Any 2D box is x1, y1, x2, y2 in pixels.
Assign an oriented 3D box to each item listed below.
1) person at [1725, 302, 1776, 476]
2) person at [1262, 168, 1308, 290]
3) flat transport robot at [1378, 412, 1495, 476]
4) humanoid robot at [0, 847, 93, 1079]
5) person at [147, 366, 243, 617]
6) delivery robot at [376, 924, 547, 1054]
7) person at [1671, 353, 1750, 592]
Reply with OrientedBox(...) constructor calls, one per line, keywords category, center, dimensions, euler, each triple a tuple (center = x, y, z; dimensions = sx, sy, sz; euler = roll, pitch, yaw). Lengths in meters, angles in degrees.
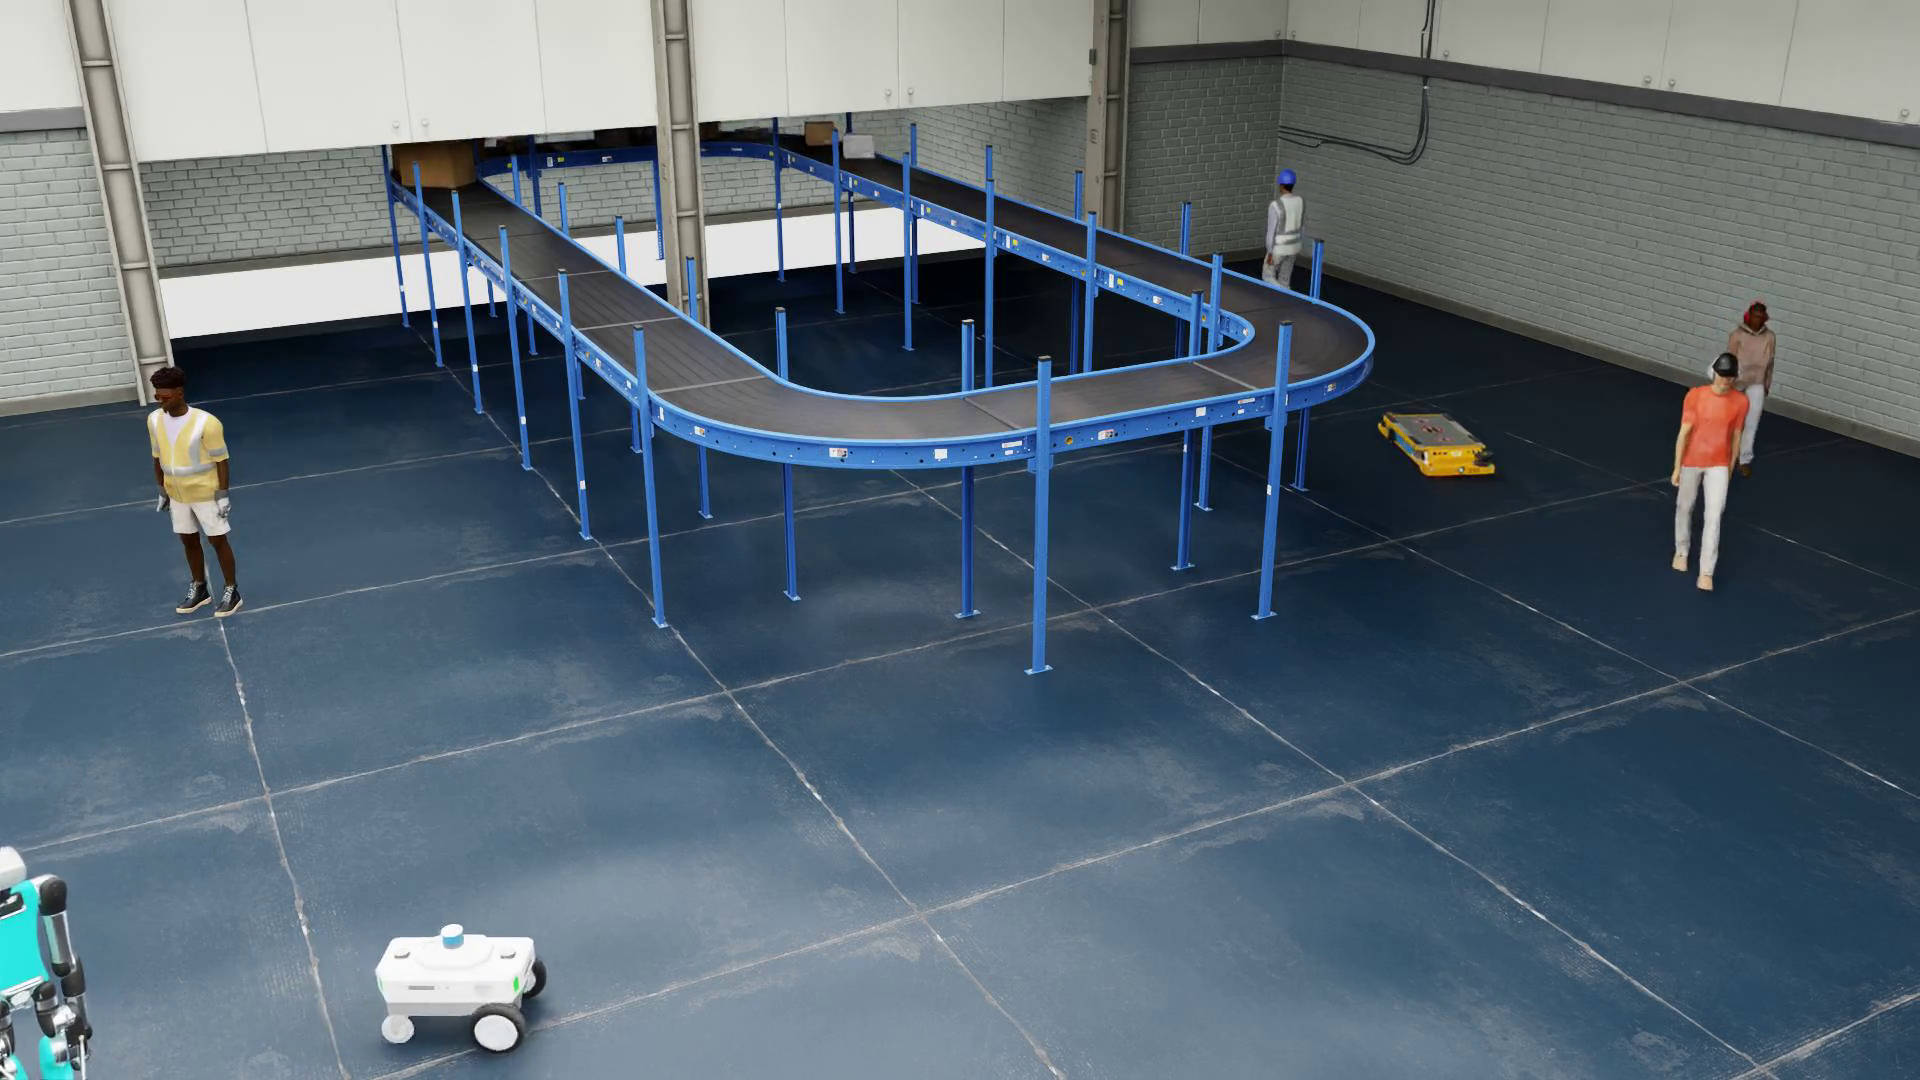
OrientedBox(category="person", center=(7.351, -1.415, 15.553), dimensions=(0.484, 1.617, 0.752), euler=(6, 23, 14))
OrientedBox(category="person", center=(4.034, -3.621, 20.612), dimensions=(0.610, 1.931, 0.556), euler=(-12, 25, -27))
OrientedBox(category="flat transport robot", center=(4.627, -0.946, 16.213), dimensions=(0.659, 0.231, 1.431), euler=(-2, 22, -5))
OrientedBox(category="humanoid robot", center=(-3.635, 2.135, 6.688), dimensions=(1.020, 1.749, 0.564), euler=(17, 27, 35))
OrientedBox(category="person", center=(-5.773, -0.364, 12.515), dimensions=(0.611, 1.963, 0.363), euler=(5, 23, 12))
OrientedBox(category="delivery robot", center=(-2.459, 2.158, 8.148), dimensions=(0.765, 0.586, 0.499), euler=(0, 22, 0))
OrientedBox(category="person", center=(5.867, -0.544, 13.088), dimensions=(0.484, 1.874, 0.930), euler=(9, 24, 20))
